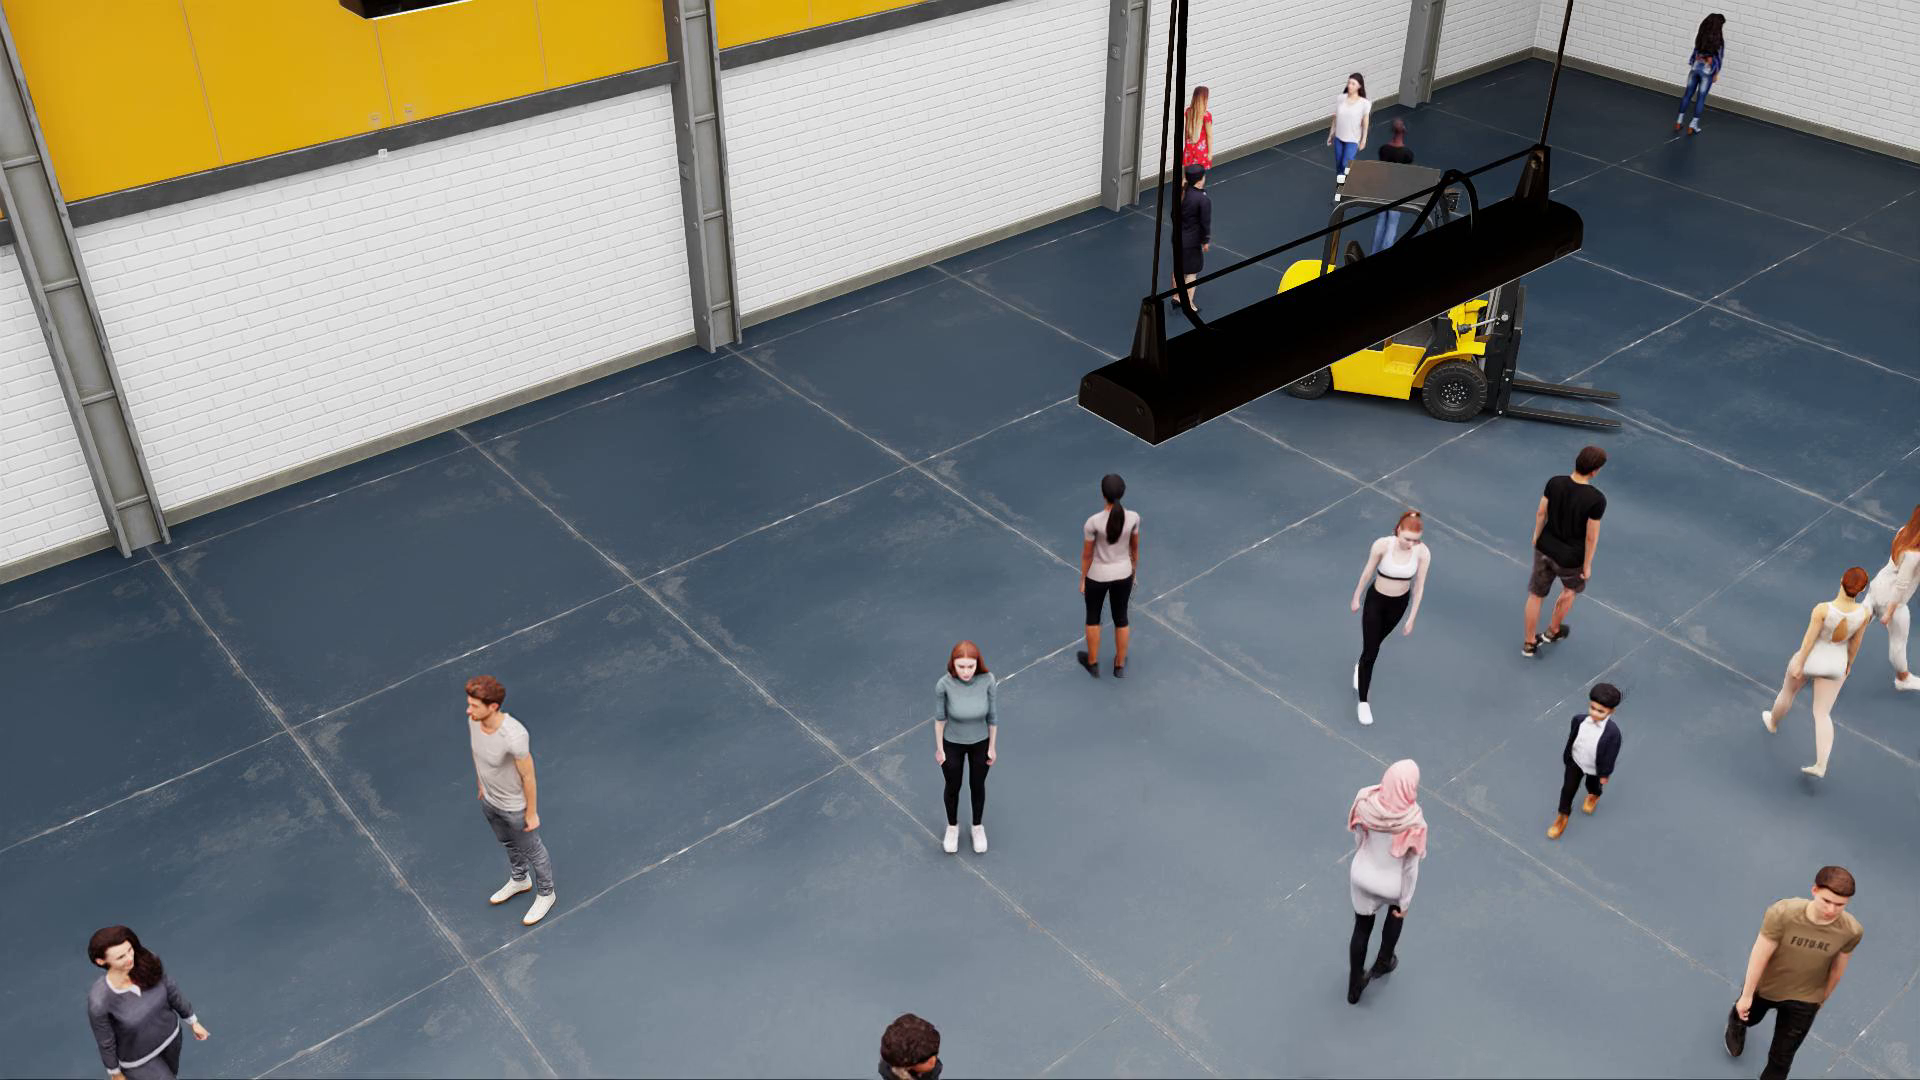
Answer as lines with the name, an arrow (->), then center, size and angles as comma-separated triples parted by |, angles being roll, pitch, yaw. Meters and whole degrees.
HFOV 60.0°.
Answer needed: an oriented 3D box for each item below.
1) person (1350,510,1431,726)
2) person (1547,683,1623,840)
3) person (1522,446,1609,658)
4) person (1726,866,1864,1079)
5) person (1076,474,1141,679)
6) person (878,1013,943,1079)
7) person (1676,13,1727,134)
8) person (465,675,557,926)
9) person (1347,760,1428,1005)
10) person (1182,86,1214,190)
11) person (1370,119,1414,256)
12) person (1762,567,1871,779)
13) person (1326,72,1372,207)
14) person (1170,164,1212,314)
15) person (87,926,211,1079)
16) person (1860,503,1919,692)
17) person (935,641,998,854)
person -> 3.176, 0.443, 12.422 | 1.048, 1.713, 1.095 | 4, 34, 6
person -> 4.327, 1.459, 11.352 | 0.579, 1.205, 0.860 | 25, 41, 33
person -> 4.565, 0.131, 12.777 | 0.747, 1.838, 0.795 | 28, 43, 35
person -> 4.587, 2.455, 9.300 | 1.055, 1.817, 1.312 | 12, 36, 18
person -> 1.147, 0.296, 12.616 | 0.664, 1.742, 0.769 | -7, 34, -11
person -> -0.344, 3.046, 8.470 | 0.969, 1.752, 0.956 | 9, 35, 13
person -> 10.193, -6.420, 22.832 | 0.553, 1.617, 0.624 | -23, 40, -30
person -> -2.845, 1.613, 10.496 | 0.717, 1.895, 0.628 | 22, 39, 29
person -> 2.459, 2.081, 9.890 | 0.732, 1.787, 0.797 | 20, 39, 27
person -> 2.896, -4.785, 20.396 | 0.554, 1.592, 0.579 | -29, 43, -36
person -> 4.922, -3.950, 18.986 | 0.668, 1.761, 0.635 | -24, 40, -31
person -> 6.121, 0.954, 11.746 | 1.008, 1.608, 1.076 | 2, 34, 4
person -> 4.831, -4.946, 20.567 | 0.629, 1.672, 0.636 | 28, 42, 35
person -> 2.475, -3.255, 18.022 | 0.619, 1.671, 0.687 | -23, 40, -30
person -> -4.447, 2.719, 8.983 | 1.077, 1.728, 1.164 | 11, 35, 15
person -> 6.888, 0.421, 12.493 | 1.110, 1.669, 1.132 | 7, 34, 11
person -> 0.046, 1.358, 11.018 | 0.622, 1.741, 0.708 | -4, 34, -5
